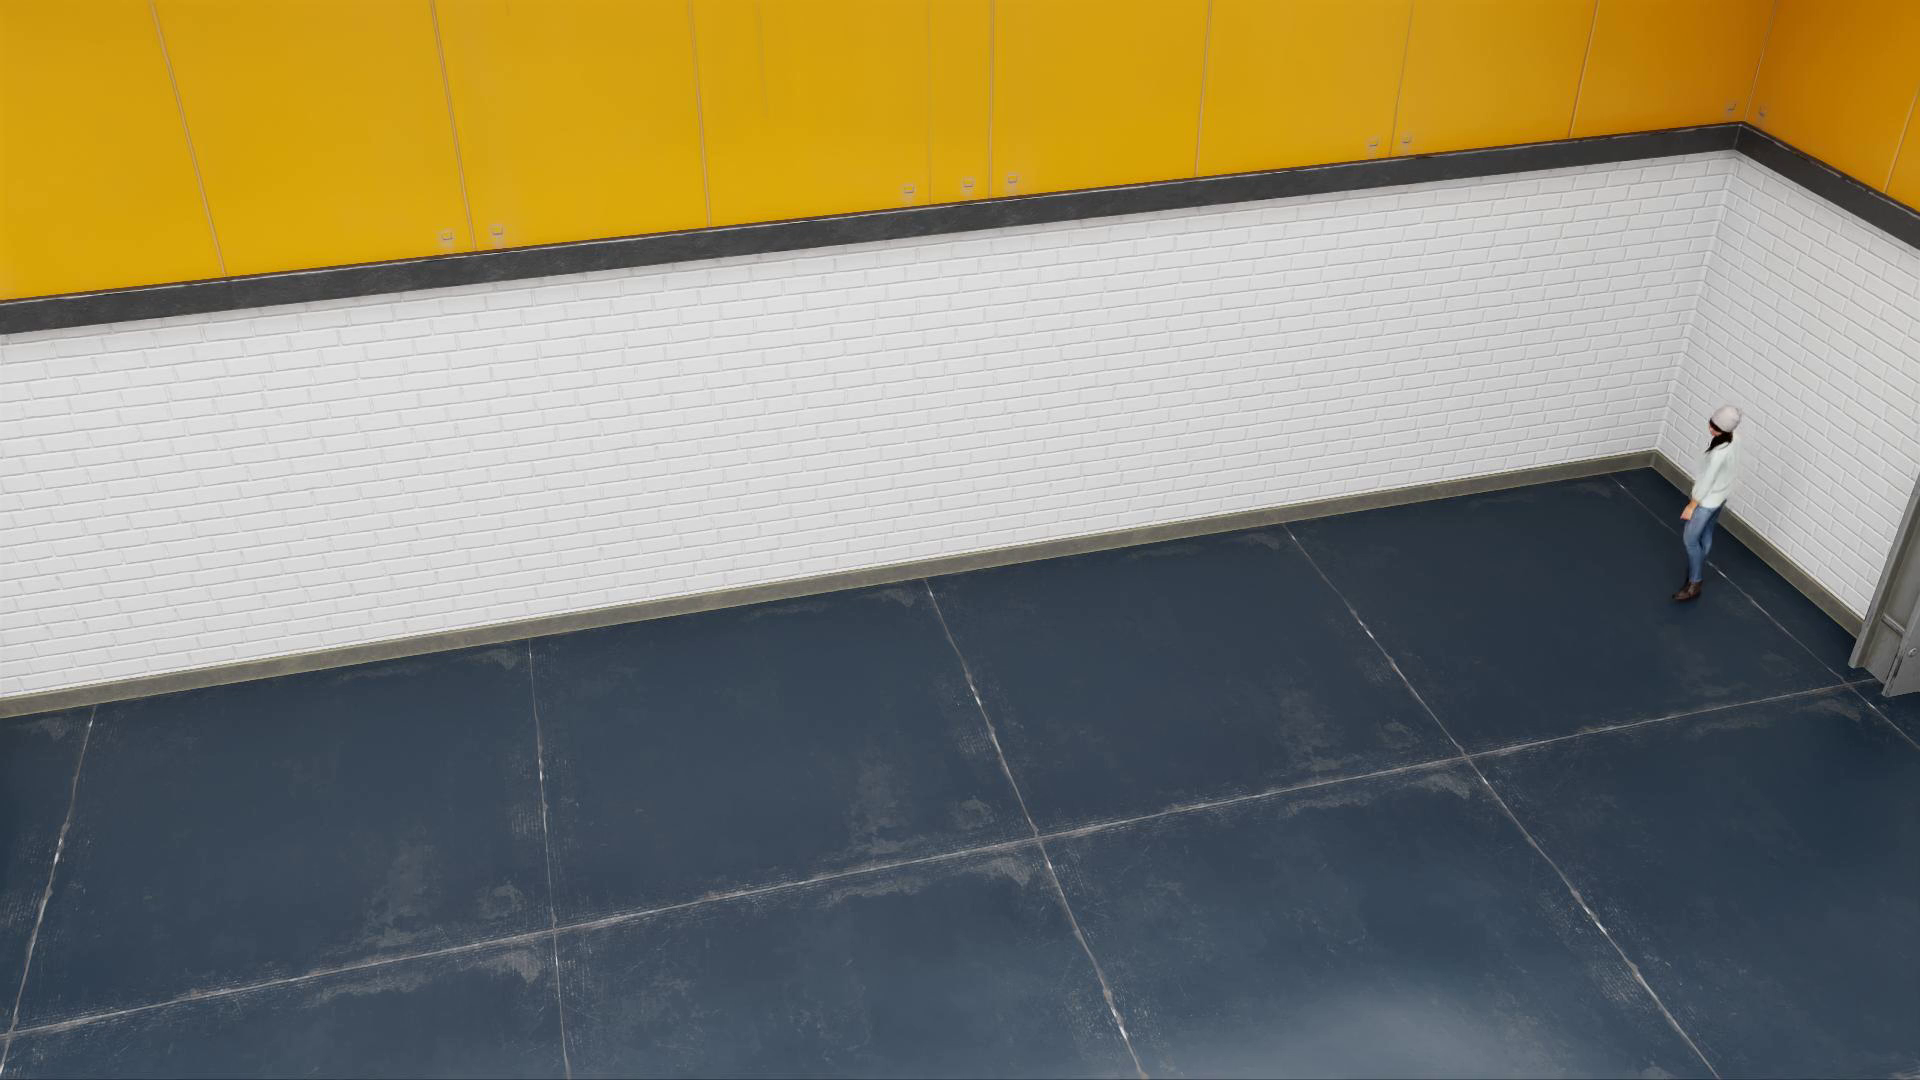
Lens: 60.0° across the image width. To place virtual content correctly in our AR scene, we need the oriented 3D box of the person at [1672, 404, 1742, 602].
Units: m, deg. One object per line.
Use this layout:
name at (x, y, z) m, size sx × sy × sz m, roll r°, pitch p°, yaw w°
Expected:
person at (5.600, -0.340, 12.353) m, size 0.755 × 1.629 × 0.747 m, roll -21°, pitch 39°, yaw -29°
